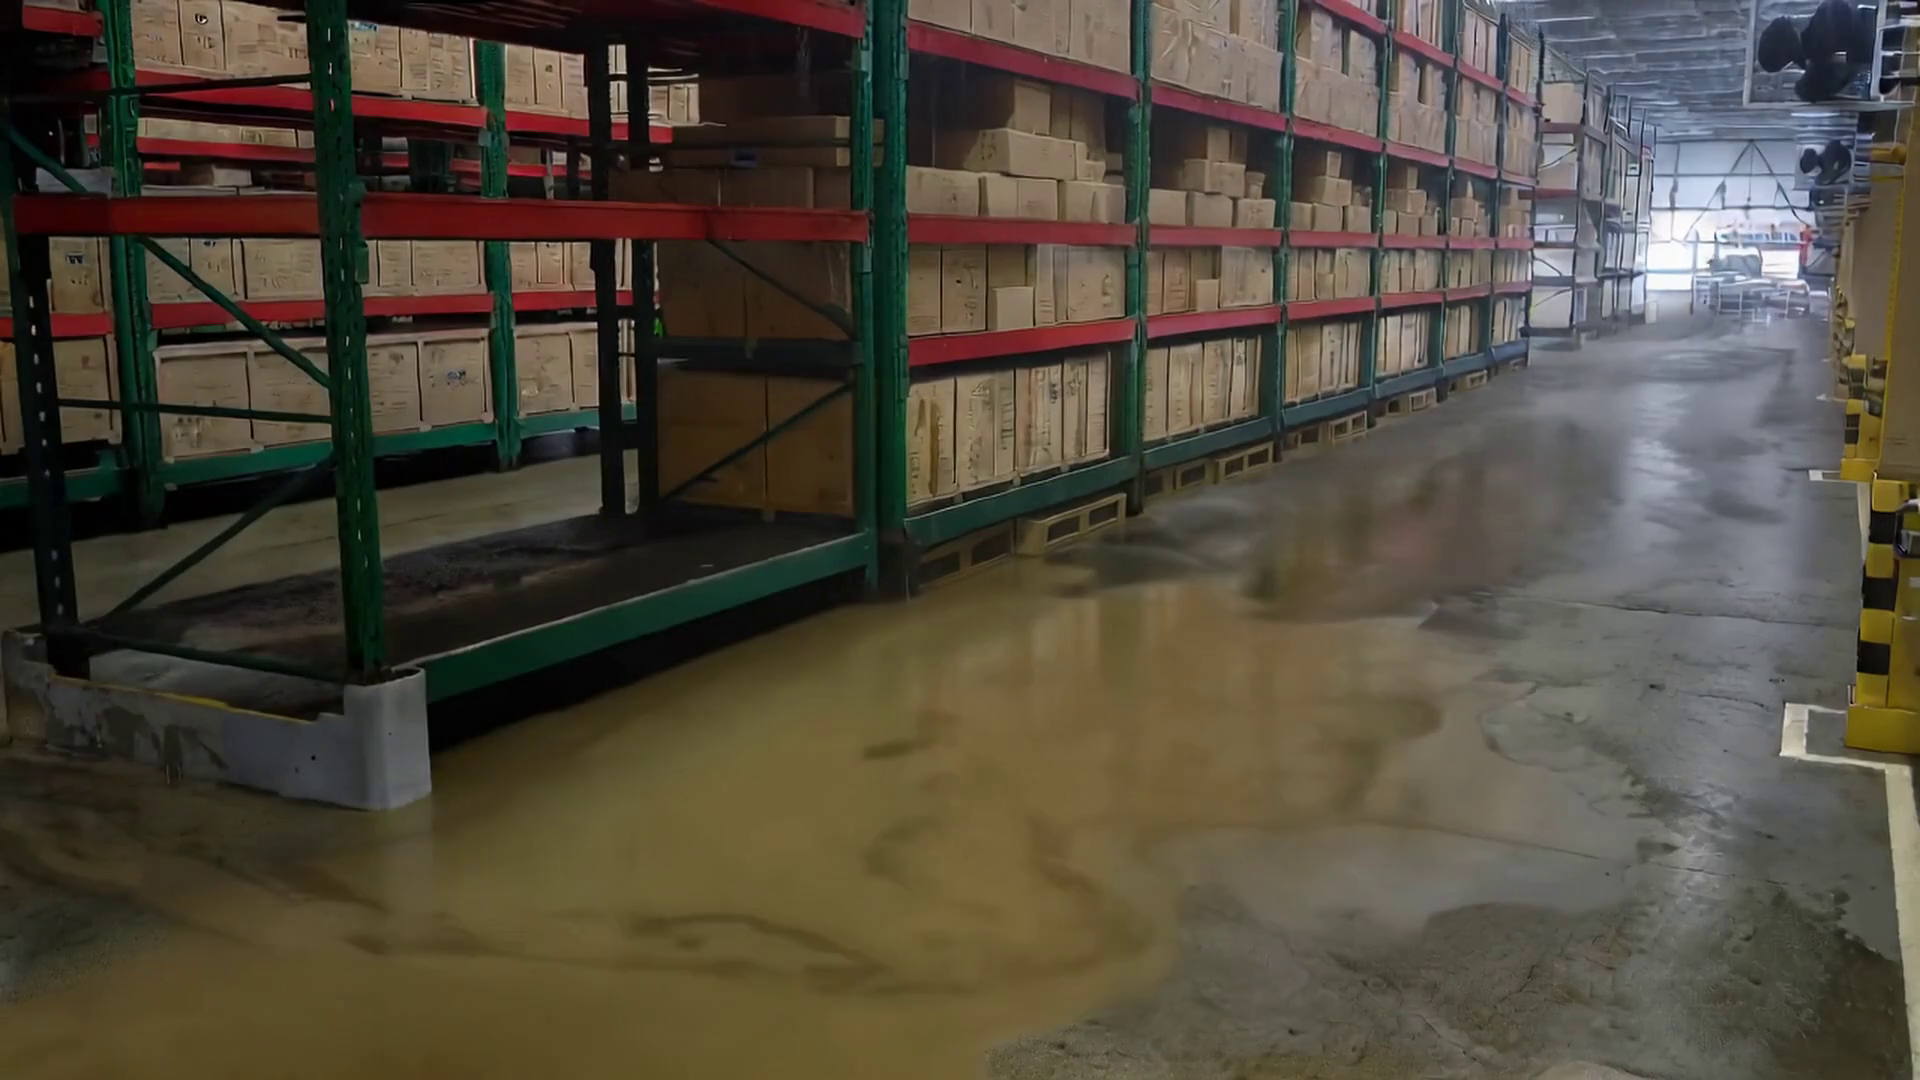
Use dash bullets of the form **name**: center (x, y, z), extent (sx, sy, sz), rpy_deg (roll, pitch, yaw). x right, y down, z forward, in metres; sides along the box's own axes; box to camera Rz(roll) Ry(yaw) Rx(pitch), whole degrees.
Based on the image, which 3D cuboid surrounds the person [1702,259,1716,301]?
- **person**: center (33.564, -11.638, 74.507), extent (0.453, 1.915, 0.564), rpy_deg (4, 10, 20)
